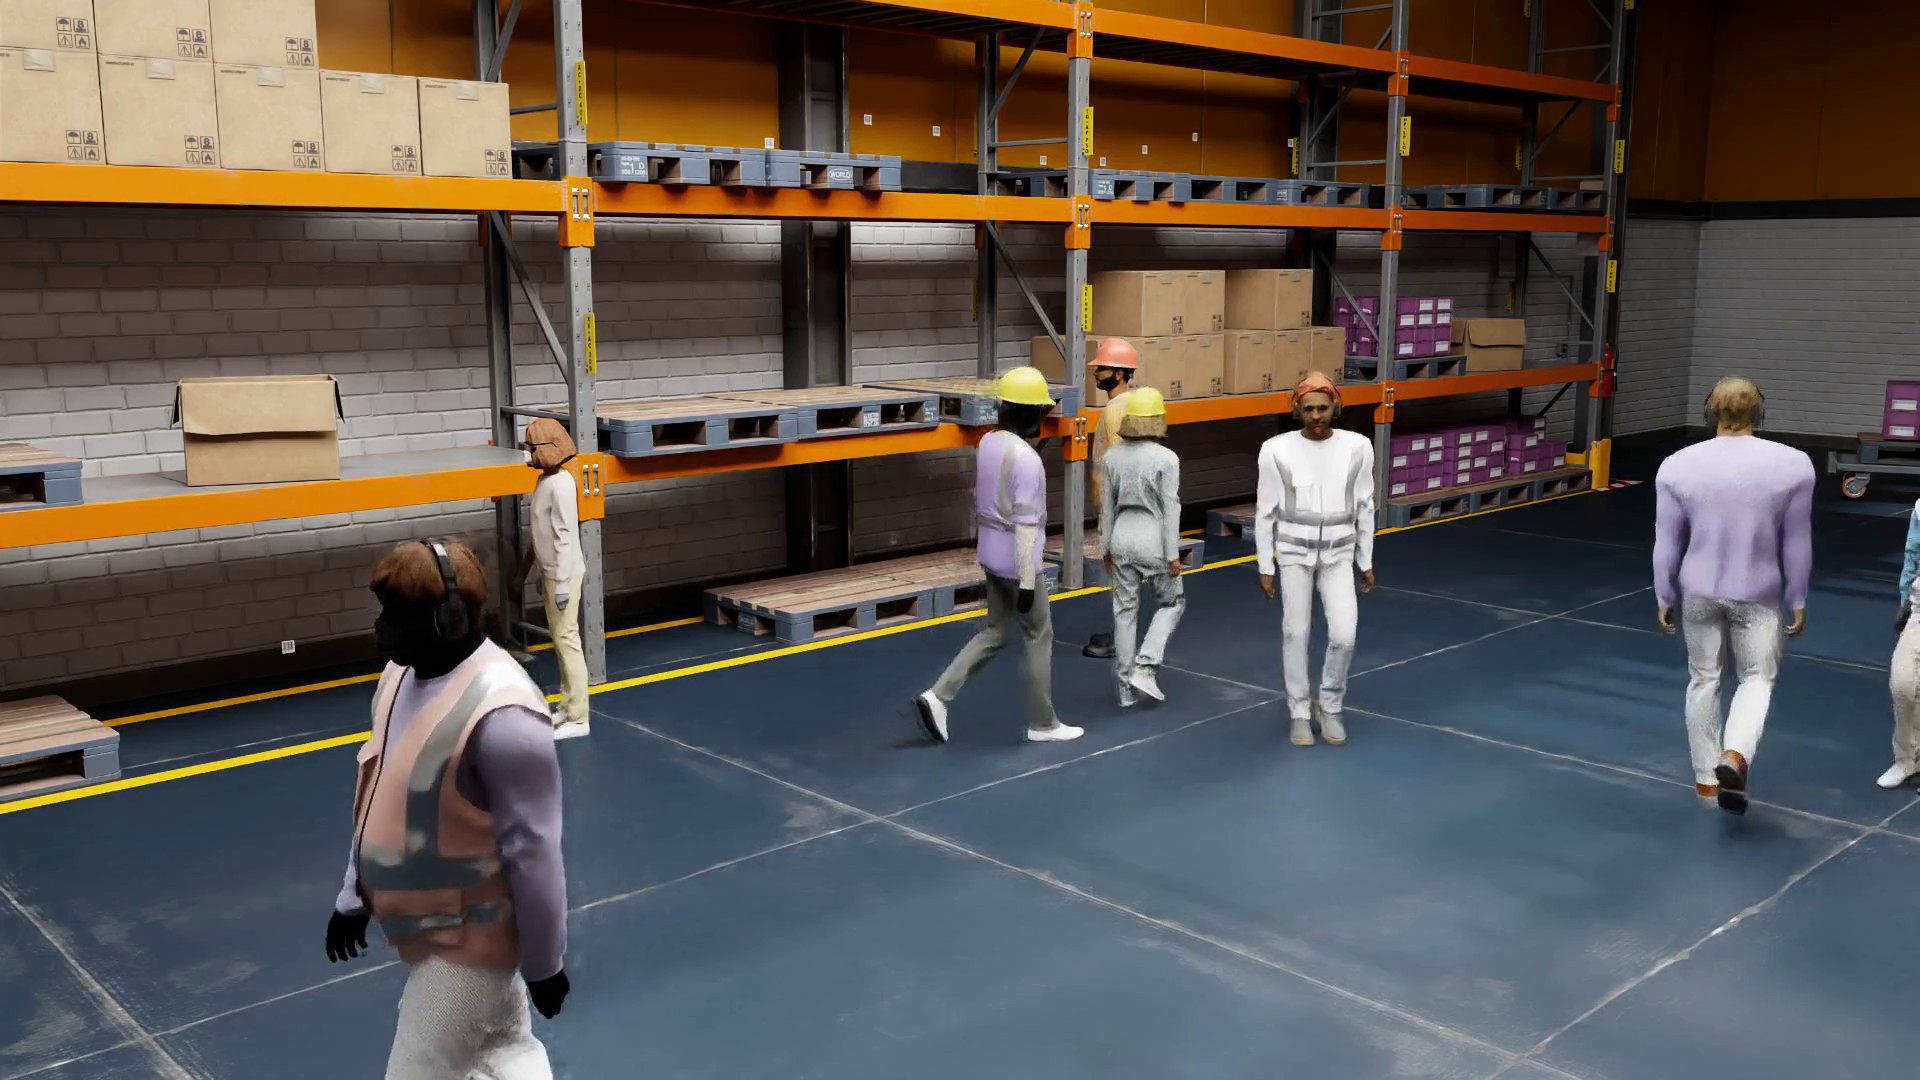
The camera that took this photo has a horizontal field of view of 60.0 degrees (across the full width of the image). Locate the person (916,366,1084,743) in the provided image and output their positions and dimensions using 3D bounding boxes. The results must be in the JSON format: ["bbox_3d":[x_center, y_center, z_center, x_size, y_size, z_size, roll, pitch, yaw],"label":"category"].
[{"bbox_3d":[0.210,0.096,8.187,0.784,1.903,0.590,-5,11,-25],"label":"person"}]

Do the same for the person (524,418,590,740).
[{"bbox_3d":[-2.041,0.194,8.419,0.277,1.629,0.497,-4,10,-22],"label":"person"}]

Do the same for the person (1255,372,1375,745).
[{"bbox_3d":[1.757,0.109,8.200,0.596,1.867,0.474,1,10,3],"label":"person"}]

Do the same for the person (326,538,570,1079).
[{"bbox_3d":[-1.251,0.900,3.759,0.880,1.807,0.632,-7,12,-34],"label":"person"}]

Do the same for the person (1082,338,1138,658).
[{"bbox_3d":[0.935,-0.251,10.094,0.340,1.942,0.552,3,10,15],"label":"person"}]

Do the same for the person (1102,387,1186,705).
[{"bbox_3d":[0.996,0.040,8.983,0.505,1.730,0.355,8,12,38],"label":"person"}]

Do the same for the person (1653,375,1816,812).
[{"bbox_3d":[3.314,0.252,7.197,0.636,1.925,0.614,5,11,29],"label":"person"}]

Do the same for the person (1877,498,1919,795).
[{"bbox_3d":[4.398,0.371,7.372,0.473,1.615,0.537,-7,12,-35],"label":"person"}]
